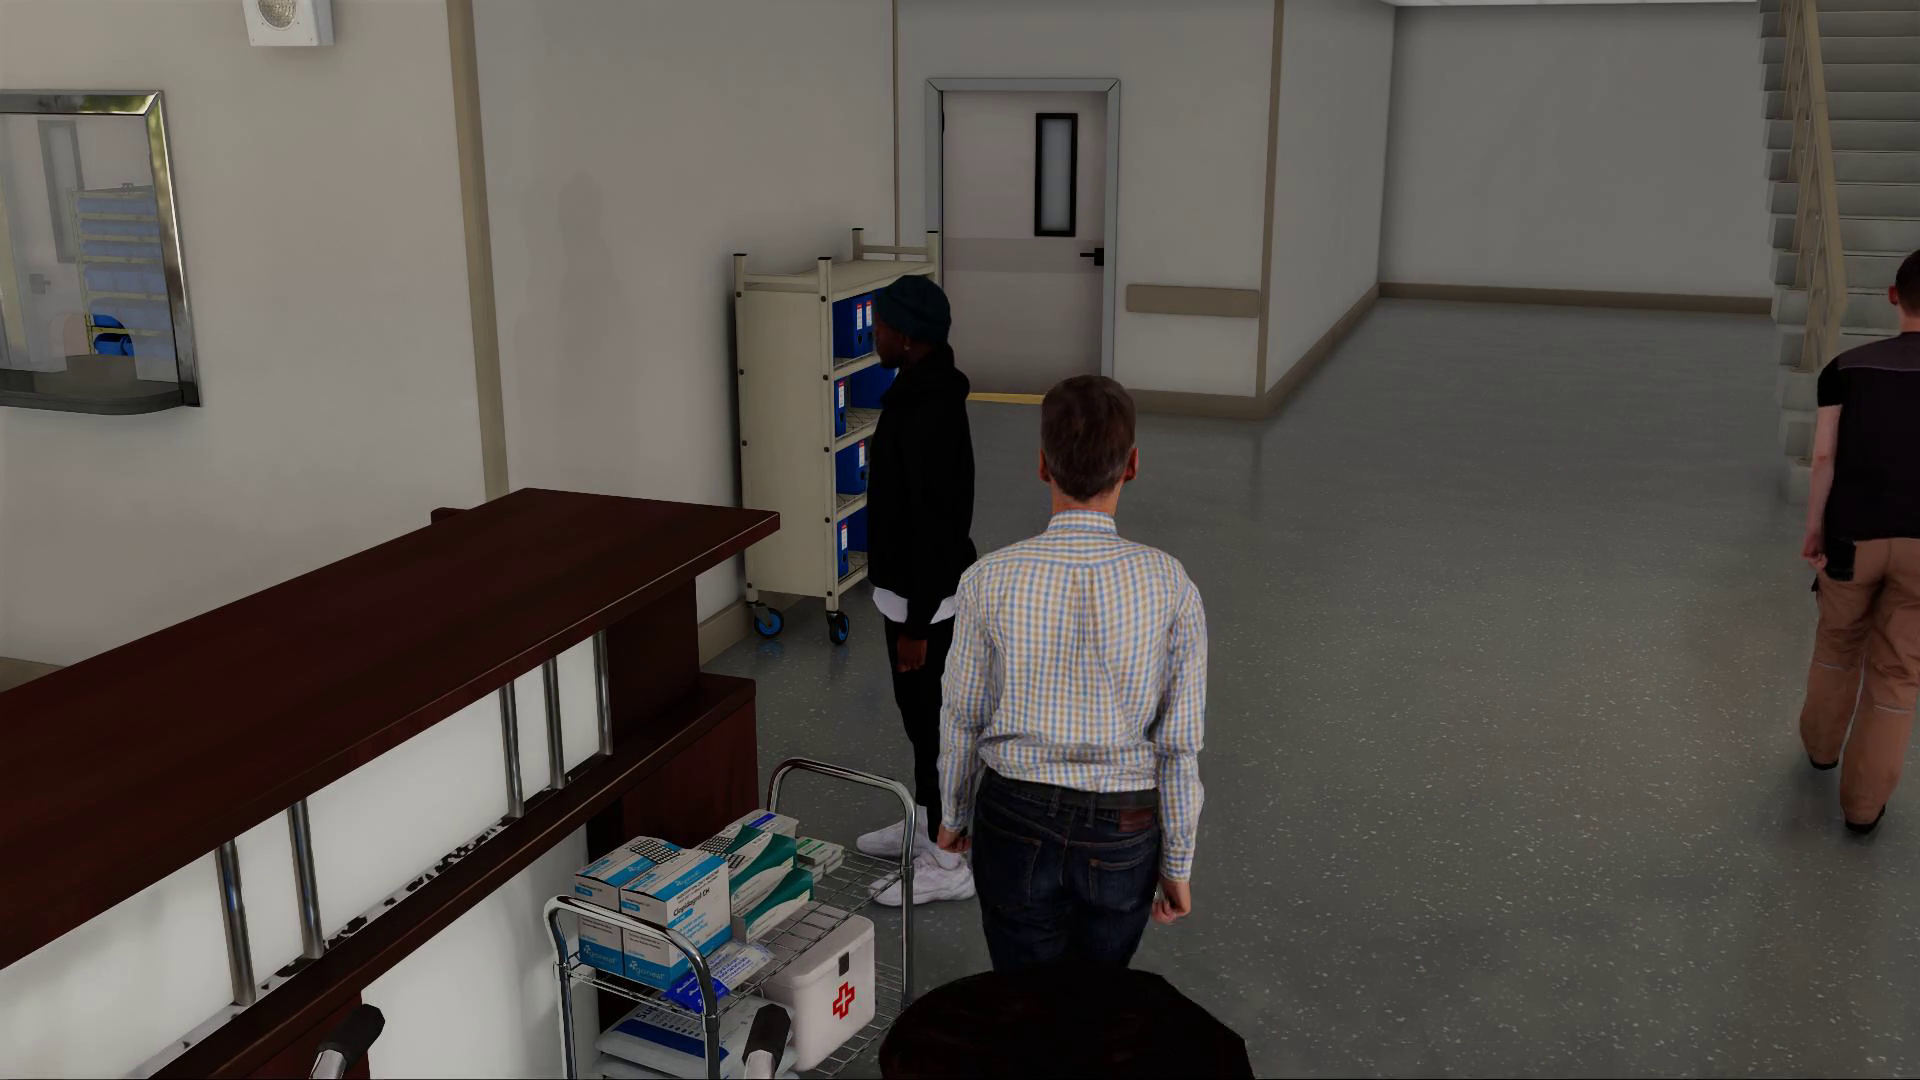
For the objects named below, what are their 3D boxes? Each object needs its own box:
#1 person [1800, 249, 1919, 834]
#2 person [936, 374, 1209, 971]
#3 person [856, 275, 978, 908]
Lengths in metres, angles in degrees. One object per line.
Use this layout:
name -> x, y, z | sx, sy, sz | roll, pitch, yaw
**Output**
person -> 2.899, 0.029, 5.189 | 0.854, 1.814, 1.044 | 12, 20, 36
person -> 0.207, 0.626, 3.159 | 0.940, 1.765, 1.261 | 0, 16, 0
person -> -0.103, 0.145, 4.770 | 0.818, 1.817, 0.683 | -1, 16, -5
